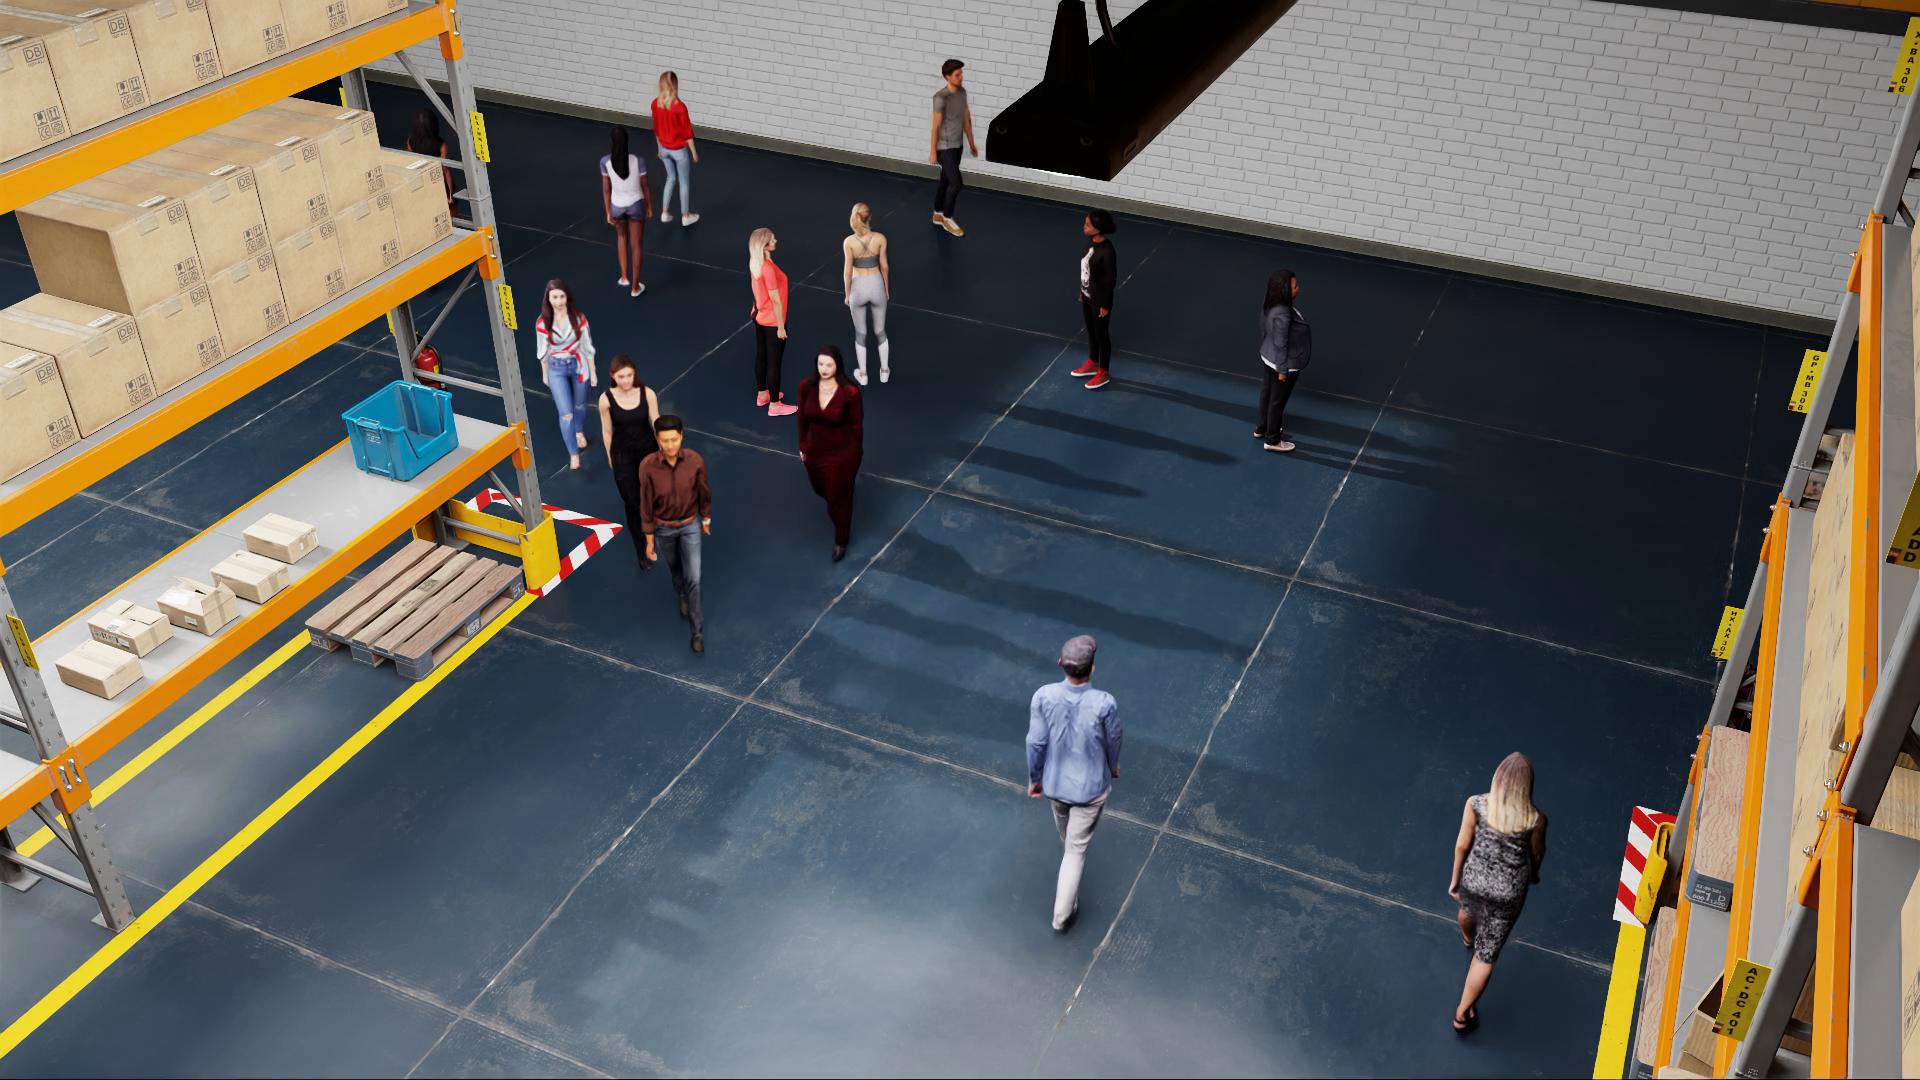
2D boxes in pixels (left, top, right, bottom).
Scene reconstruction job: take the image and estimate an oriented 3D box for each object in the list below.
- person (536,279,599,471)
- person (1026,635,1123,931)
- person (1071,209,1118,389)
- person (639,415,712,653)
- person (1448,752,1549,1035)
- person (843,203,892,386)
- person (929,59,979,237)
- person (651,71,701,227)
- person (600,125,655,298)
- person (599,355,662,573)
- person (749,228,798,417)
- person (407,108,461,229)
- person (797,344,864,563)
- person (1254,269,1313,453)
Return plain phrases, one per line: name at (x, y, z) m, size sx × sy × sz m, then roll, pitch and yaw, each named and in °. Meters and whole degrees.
person at (-3.252, -1.436, 13.762) m, size 1.000 × 1.580 × 1.058 m, roll -11°, pitch 35°, yaw -16°
person at (0.614, 1.395, 9.263) m, size 0.713 × 1.847 × 1.127 m, roll 12°, pitch 35°, yaw 17°
person at (1.224, -2.164, 14.774) m, size 0.712 × 1.673 × 0.666 m, roll -14°, pitch 36°, yaw -20°
person at (-2.003, -0.125, 11.658) m, size 1.059 × 1.727 × 1.212 m, roll -6°, pitch 34°, yaw -9°
person at (2.749, 1.889, 8.686) m, size 0.620 × 1.662 × 1.075 m, roll 17°, pitch 37°, yaw 24°
person at (-0.821, -2.183, 14.775) m, size 0.639 × 1.704 × 0.675 m, roll -6°, pitch 34°, yaw -9°
person at (-0.191, -4.188, 17.643) m, size 0.753 × 1.868 × 0.716 m, roll 18°, pitch 38°, yaw 25°
person at (-3.064, -4.131, 17.709) m, size 0.654 × 1.701 × 0.680 m, roll 18°, pitch 37°, yaw 24°
person at (-3.257, -3.189, 16.283) m, size 0.703 × 1.709 × 0.735 m, roll 0°, pitch 34°, yaw 0°
person at (-2.457, -0.670, 12.543) m, size 1.017 × 1.655 × 1.083 m, roll -12°, pitch 35°, yaw -17°
person at (-1.656, -1.895, 14.351) m, size 0.710 × 1.693 × 0.678 m, roll -17°, pitch 37°, yaw -23°
person at (-5.284, -3.410, 16.624) m, size 0.869 × 1.700 × 1.240 m, roll 2°, pitch 34°, yaw 3°
person at (-0.940, -0.725, 12.554) m, size 0.723 × 1.733 × 1.012 m, roll 11°, pitch 35°, yaw 16°
person at (2.663, -1.509, 13.857) m, size 0.858 × 1.597 × 0.772 m, roll -4°, pitch 34°, yaw -6°
